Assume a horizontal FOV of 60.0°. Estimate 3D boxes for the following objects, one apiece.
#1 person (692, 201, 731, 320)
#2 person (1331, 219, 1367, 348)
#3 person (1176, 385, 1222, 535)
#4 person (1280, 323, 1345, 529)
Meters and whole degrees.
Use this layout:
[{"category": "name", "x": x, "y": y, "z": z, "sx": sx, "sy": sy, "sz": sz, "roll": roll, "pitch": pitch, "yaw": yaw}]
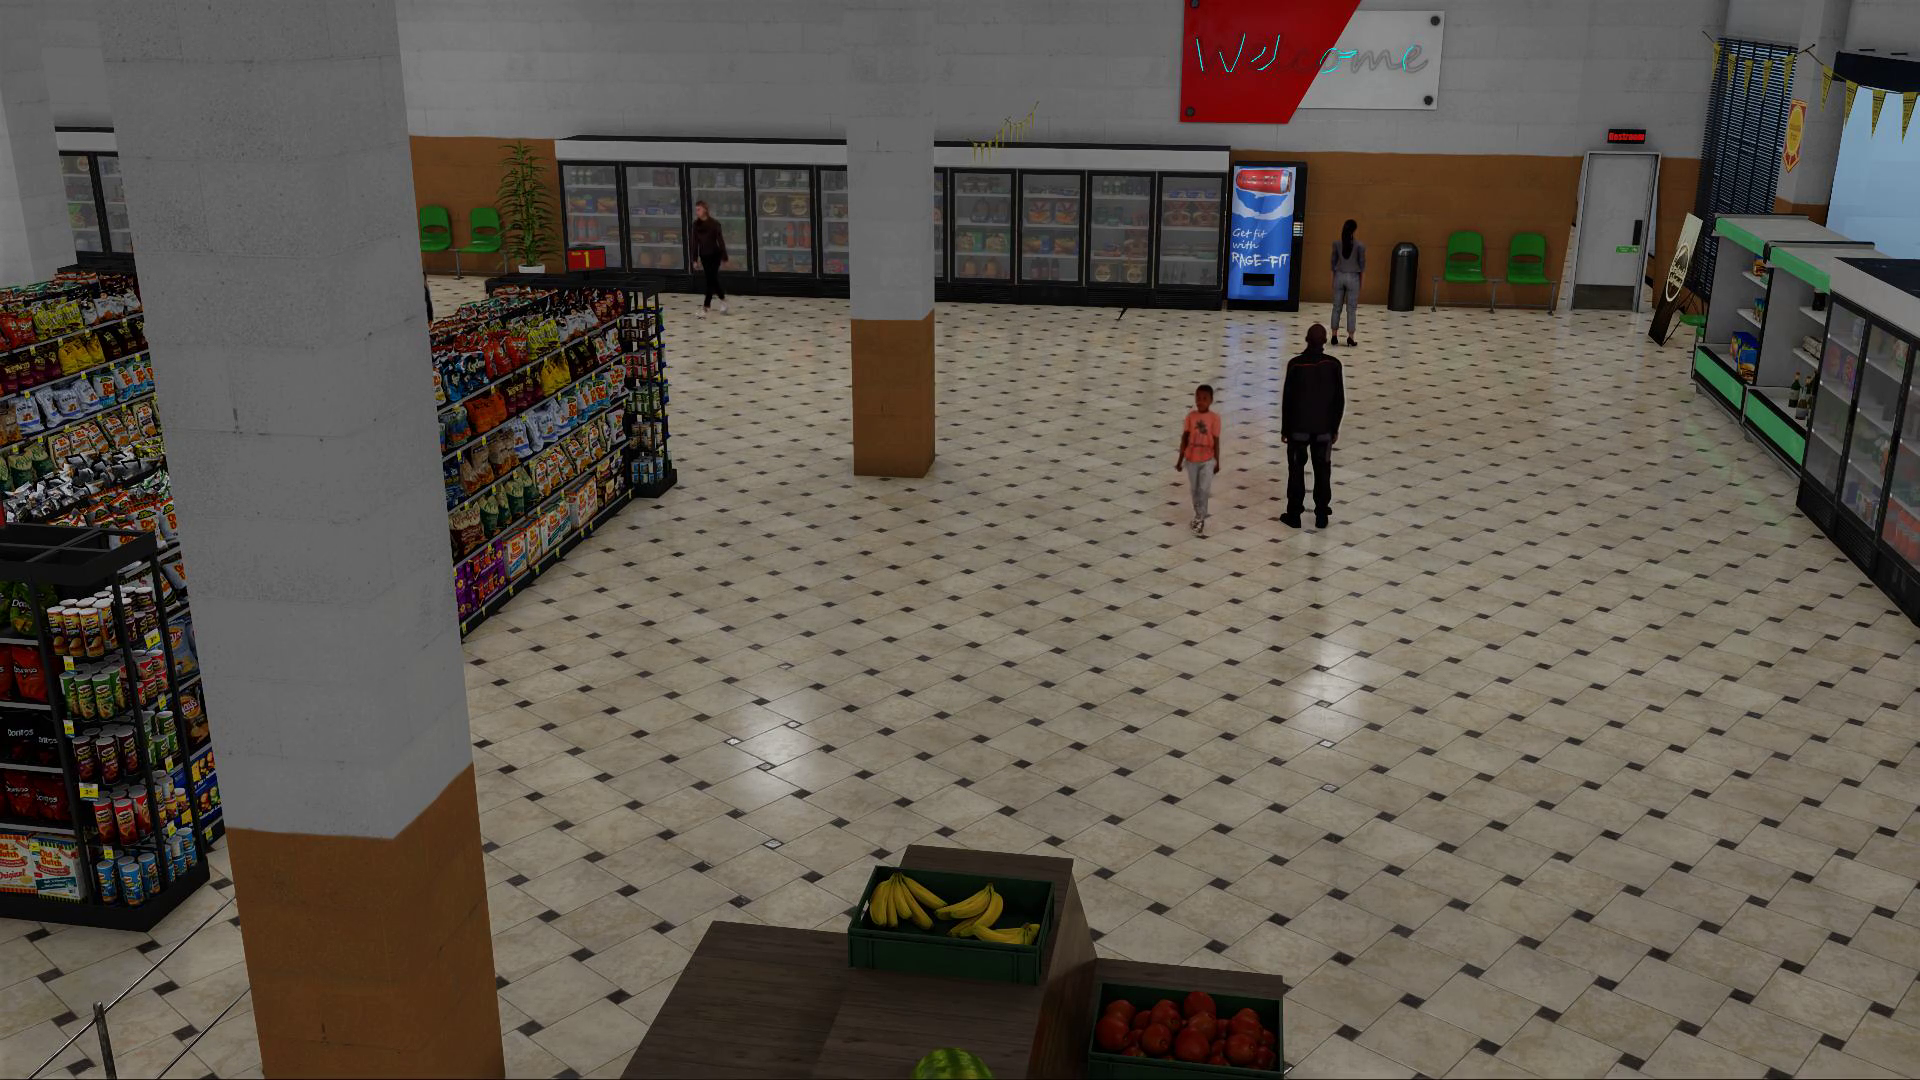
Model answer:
[{"category": "person", "x": -3.516, "y": -4.006, "z": 23.803, "sx": 0.855, "sy": 1.645, "sz": 1.204, "roll": 7, "pitch": 20, "yaw": 19}, {"category": "person", "x": 5.100, "y": -3.396, "z": 21.939, "sx": 0.697, "sy": 1.679, "sz": 0.701, "roll": 10, "pitch": 21, "yaw": 28}, {"category": "person", "x": 2.138, "y": -0.737, "z": 14.656, "sx": 0.618, "sy": 1.295, "sz": 0.778, "roll": 11, "pitch": 21, "yaw": 29}, {"category": "person", "x": 3.084, "y": -1.006, "z": 14.622, "sx": 0.721, "sy": 1.825, "sz": 0.622, "roll": 1, "pitch": 19, "yaw": 2}]
